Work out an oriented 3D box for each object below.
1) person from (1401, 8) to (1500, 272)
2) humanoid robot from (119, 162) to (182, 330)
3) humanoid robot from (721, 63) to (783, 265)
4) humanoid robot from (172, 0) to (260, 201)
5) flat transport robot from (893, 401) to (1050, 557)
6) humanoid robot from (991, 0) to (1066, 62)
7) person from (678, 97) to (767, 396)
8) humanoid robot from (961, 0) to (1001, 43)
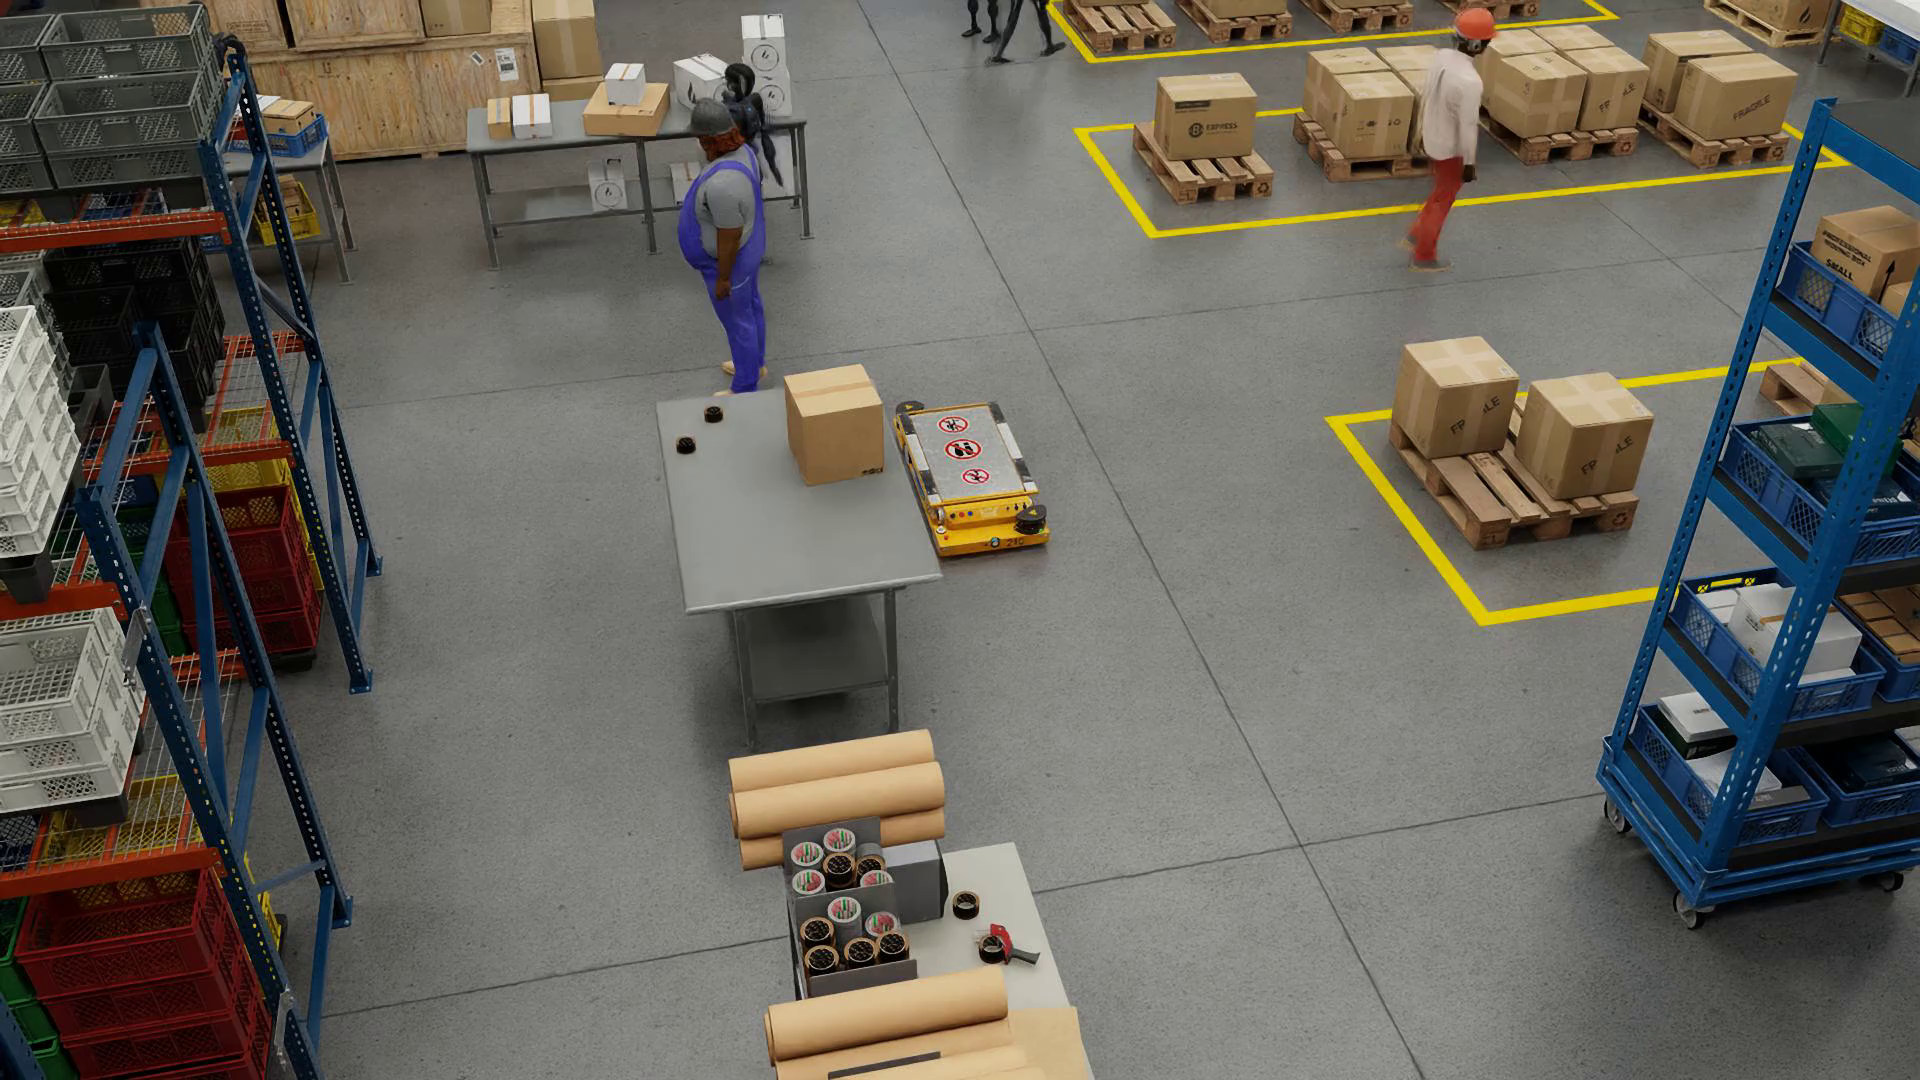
[{"bbox_3d":[3.542,-2.840,11.939,0.461,1.973,0.642,-5,37,-7],"label":"person"},{"bbox_3d":[-5.372,-2.015,11.079,0.331,1.649,0.590,-23,42,-27],"label":"humanoid robot"},{"bbox_3d":[-1.596,-2.594,11.852,0.431,1.646,0.737,21,41,25],"label":"humanoid robot"},{"bbox_3d":[-5.685,-3.333,12.842,0.609,1.657,0.313,-17,40,-21],"label":"humanoid robot"},{"bbox_3d":[0.046,-0.430,10.108,0.652,0.197,1.431,-8,37,-10],"label":"flat transport robot"},{"bbox_3d":[0.661,-5.249,15.494,0.801,1.619,0.648,-24,43,-28],"label":"humanoid robot"},{"bbox_3d":[-1.498,-1.813,10.508,0.536,2.000,0.682,3,37,4],"label":"person"},{"bbox_3d":[0.185,-5.608,15.910,0.563,1.650,0.357,21,42,26],"label":"humanoid robot"}]
